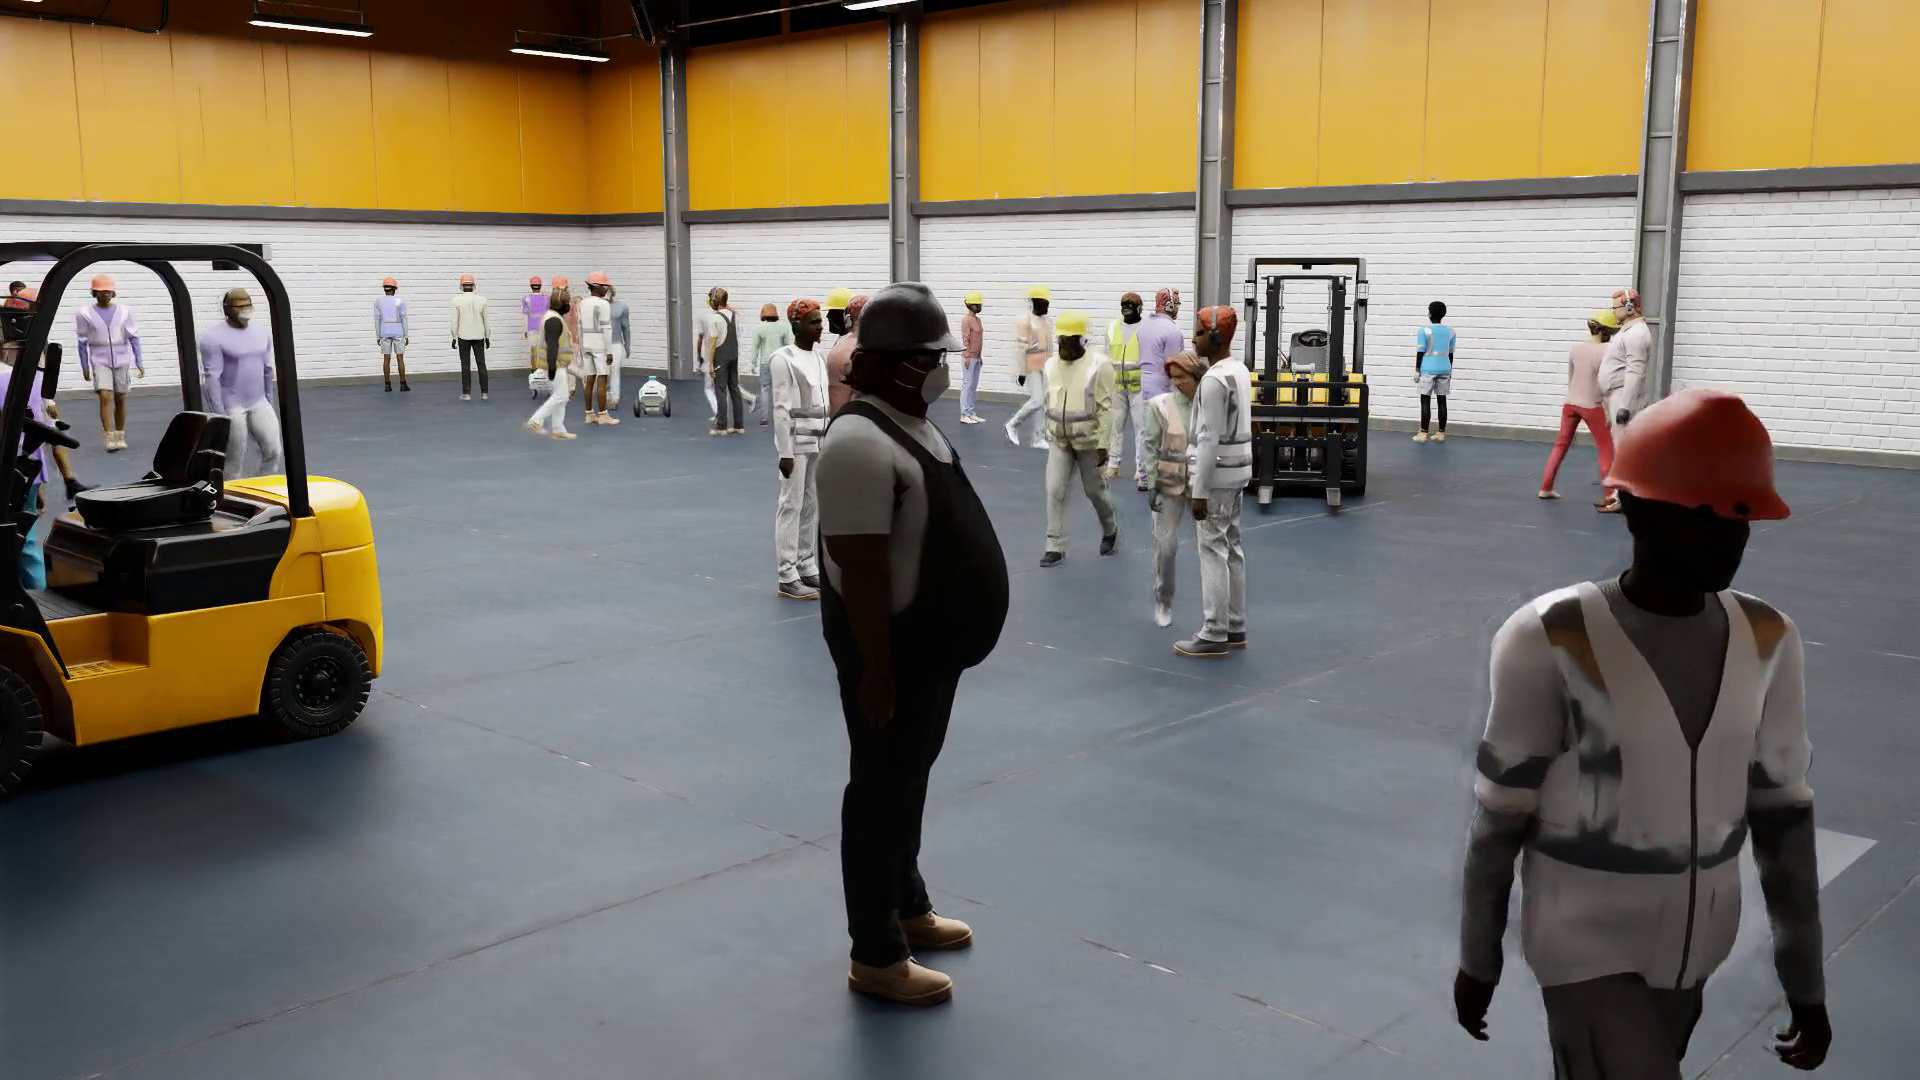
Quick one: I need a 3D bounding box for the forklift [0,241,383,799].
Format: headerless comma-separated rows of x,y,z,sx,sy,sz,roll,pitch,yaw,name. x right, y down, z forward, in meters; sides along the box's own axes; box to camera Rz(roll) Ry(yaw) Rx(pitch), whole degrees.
-3.706,-0.171,7.093,1.214,2.155,2.313,9,13,43,forklift

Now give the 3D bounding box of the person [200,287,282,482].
-5.706,-1.048,13.300,0.633,1.917,0.660,6,11,31,person

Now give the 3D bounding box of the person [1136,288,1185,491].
1.879,-1.361,15.299,0.402,1.902,0.640,-4,10,-23,person

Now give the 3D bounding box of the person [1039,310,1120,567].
0.863,-0.730,11.750,0.581,1.799,0.827,5,11,30,person

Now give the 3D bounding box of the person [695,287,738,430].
-3.046,-2.246,20.884,0.556,1.844,0.594,-4,10,-22,person

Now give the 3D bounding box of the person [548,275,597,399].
-6.063,-3.125,25.876,0.675,1.973,0.625,-3,10,-19,person

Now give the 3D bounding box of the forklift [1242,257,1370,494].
3.309,-1.629,16.029,1.214,2.155,2.313,2,9,11,forklift

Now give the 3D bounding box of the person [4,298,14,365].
-14.170,-2.809,24.977,0.265,1.632,0.507,6,11,34,person

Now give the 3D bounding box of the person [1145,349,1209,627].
1.318,-0.274,9.446,0.533,1.620,0.463,2,9,11,person

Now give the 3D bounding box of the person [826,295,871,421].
-0.634,-0.659,10.984,0.643,1.902,0.399,-8,12,-39,person

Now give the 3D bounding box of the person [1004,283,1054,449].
0.842,-1.980,19.066,0.522,1.913,0.593,6,11,34,person

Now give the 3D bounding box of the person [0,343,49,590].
-5.011,-0.261,8.714,0.402,1.845,0.570,2,9,10,person

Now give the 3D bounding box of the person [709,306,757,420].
-3.130,-2.441,22.776,0.578,1.622,0.539,-5,11,-28,person

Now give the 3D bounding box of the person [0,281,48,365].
-11.671,-2.258,20.721,0.593,1.922,0.391,-5,11,-29,person

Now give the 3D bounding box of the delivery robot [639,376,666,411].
-4.316,-2.056,23.372,0.477,0.478,0.707,-1,9,-7,delivery robot

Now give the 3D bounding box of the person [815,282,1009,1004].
-0.128,0.278,4.809,0.539,2.000,0.688,2,9,10,person

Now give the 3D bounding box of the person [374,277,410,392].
-9.599,-3.468,28.121,0.543,1.928,0.374,-1,9,-6,person

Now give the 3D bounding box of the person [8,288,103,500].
-8.043,-1.260,14.667,0.899,1.896,0.562,-5,11,-28,person

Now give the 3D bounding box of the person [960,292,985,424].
0.186,-2.446,22.348,0.317,1.767,0.534,4,10,21,person

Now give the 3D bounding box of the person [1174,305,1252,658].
1.372,-0.305,8.895,0.351,1.877,0.569,4,10,25,person

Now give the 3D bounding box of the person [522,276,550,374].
-7.941,-3.992,31.301,0.544,1.939,0.353,-3,10,-17,person

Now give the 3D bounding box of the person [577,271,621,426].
-4.790,-2.527,22.009,0.609,2.040,0.394,8,12,40,person

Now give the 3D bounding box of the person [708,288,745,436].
-2.936,-2.208,20.699,0.347,1.838,0.503,7,12,37,person

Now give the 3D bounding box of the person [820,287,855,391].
-0.877,-0.962,12.758,0.369,1.928,0.585,-2,10,-15,person

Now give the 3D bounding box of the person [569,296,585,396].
-6.221,-3.164,27.153,0.507,1.633,0.274,-3,10,-17,person

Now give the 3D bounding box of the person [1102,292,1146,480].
1.670,-1.507,16.363,0.619,1.845,0.430,4,10,24,person

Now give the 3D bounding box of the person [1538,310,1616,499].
5.603,-1.170,14.711,0.499,1.720,0.722,-4,10,-24,person

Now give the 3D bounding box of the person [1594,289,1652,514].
5.627,-1.173,14.134,0.407,1.903,0.639,3,10,18,person

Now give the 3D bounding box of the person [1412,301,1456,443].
5.673,-2.004,19.877,0.538,1.690,0.320,-3,10,-20,person

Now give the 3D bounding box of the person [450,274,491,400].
-7.768,-3.218,26.391,0.619,1.990,0.395,-6,11,-31,person

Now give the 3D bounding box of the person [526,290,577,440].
-4.914,-2.088,20.006,0.533,1.817,0.664,-2,10,-14,person

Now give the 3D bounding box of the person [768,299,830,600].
-0.987,-0.575,10.521,0.354,1.883,0.572,4,10,23,person

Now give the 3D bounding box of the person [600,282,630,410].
-5.219,-2.887,24.716,0.635,1.887,1.036,-1,9,-7,person

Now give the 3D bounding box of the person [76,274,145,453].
-9.599,-1.992,18.838,0.630,2.008,0.926,-7,11,-35,person

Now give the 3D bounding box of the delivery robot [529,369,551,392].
-6.634,-2.565,26.495,0.477,0.478,0.707,0,9,-3,delivery robot

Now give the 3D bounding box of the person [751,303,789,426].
-2.494,-2.313,21.964,0.533,1.626,0.305,-3,10,-19,person

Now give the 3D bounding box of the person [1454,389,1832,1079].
1.170,0.682,2.831,0.559,1.879,1.021,-3,10,-16,person
